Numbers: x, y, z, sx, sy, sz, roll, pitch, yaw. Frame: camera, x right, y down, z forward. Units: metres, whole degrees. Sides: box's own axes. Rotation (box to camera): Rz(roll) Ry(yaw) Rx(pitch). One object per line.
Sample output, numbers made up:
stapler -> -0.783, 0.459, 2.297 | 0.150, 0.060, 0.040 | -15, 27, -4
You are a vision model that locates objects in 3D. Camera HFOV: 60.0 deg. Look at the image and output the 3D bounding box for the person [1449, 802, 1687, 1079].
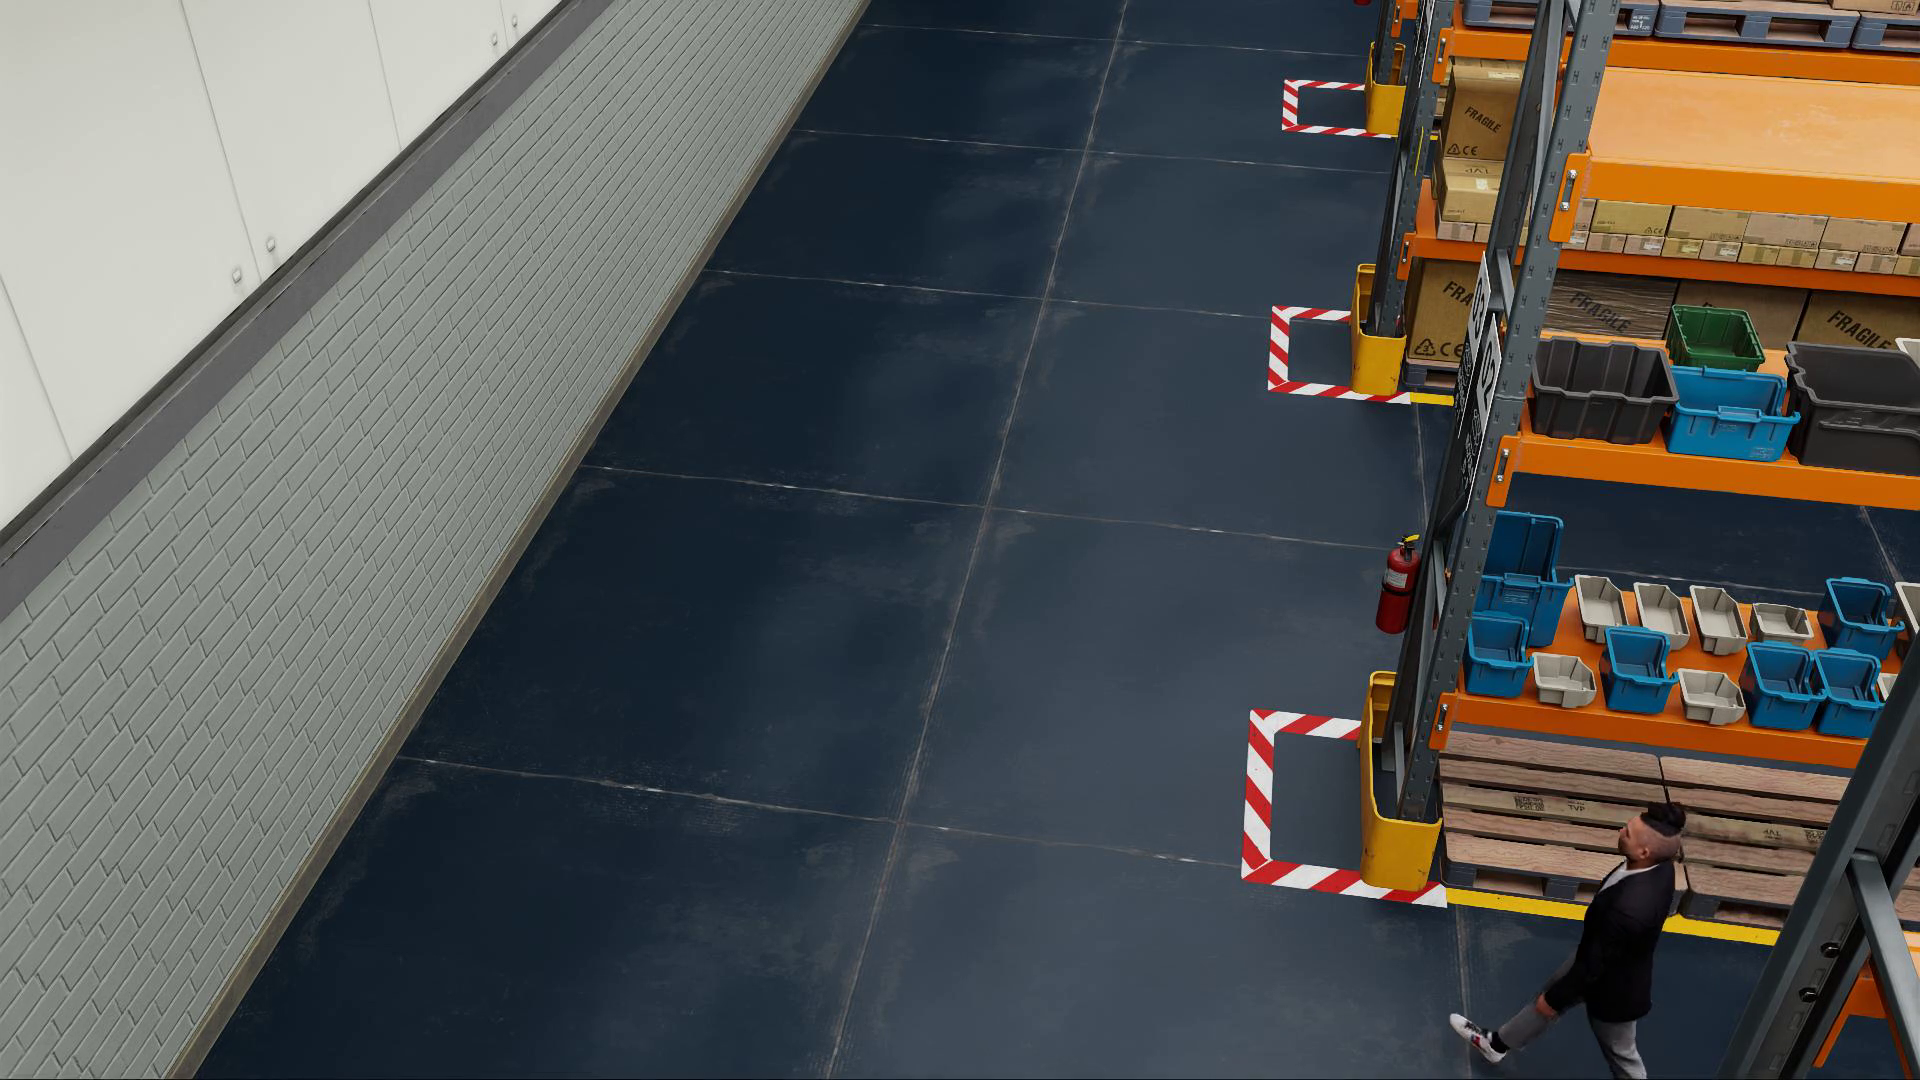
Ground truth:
person -> 2.896, 1.913, 7.156 | 1.301, 1.897, 0.992 | 18, 41, 23
